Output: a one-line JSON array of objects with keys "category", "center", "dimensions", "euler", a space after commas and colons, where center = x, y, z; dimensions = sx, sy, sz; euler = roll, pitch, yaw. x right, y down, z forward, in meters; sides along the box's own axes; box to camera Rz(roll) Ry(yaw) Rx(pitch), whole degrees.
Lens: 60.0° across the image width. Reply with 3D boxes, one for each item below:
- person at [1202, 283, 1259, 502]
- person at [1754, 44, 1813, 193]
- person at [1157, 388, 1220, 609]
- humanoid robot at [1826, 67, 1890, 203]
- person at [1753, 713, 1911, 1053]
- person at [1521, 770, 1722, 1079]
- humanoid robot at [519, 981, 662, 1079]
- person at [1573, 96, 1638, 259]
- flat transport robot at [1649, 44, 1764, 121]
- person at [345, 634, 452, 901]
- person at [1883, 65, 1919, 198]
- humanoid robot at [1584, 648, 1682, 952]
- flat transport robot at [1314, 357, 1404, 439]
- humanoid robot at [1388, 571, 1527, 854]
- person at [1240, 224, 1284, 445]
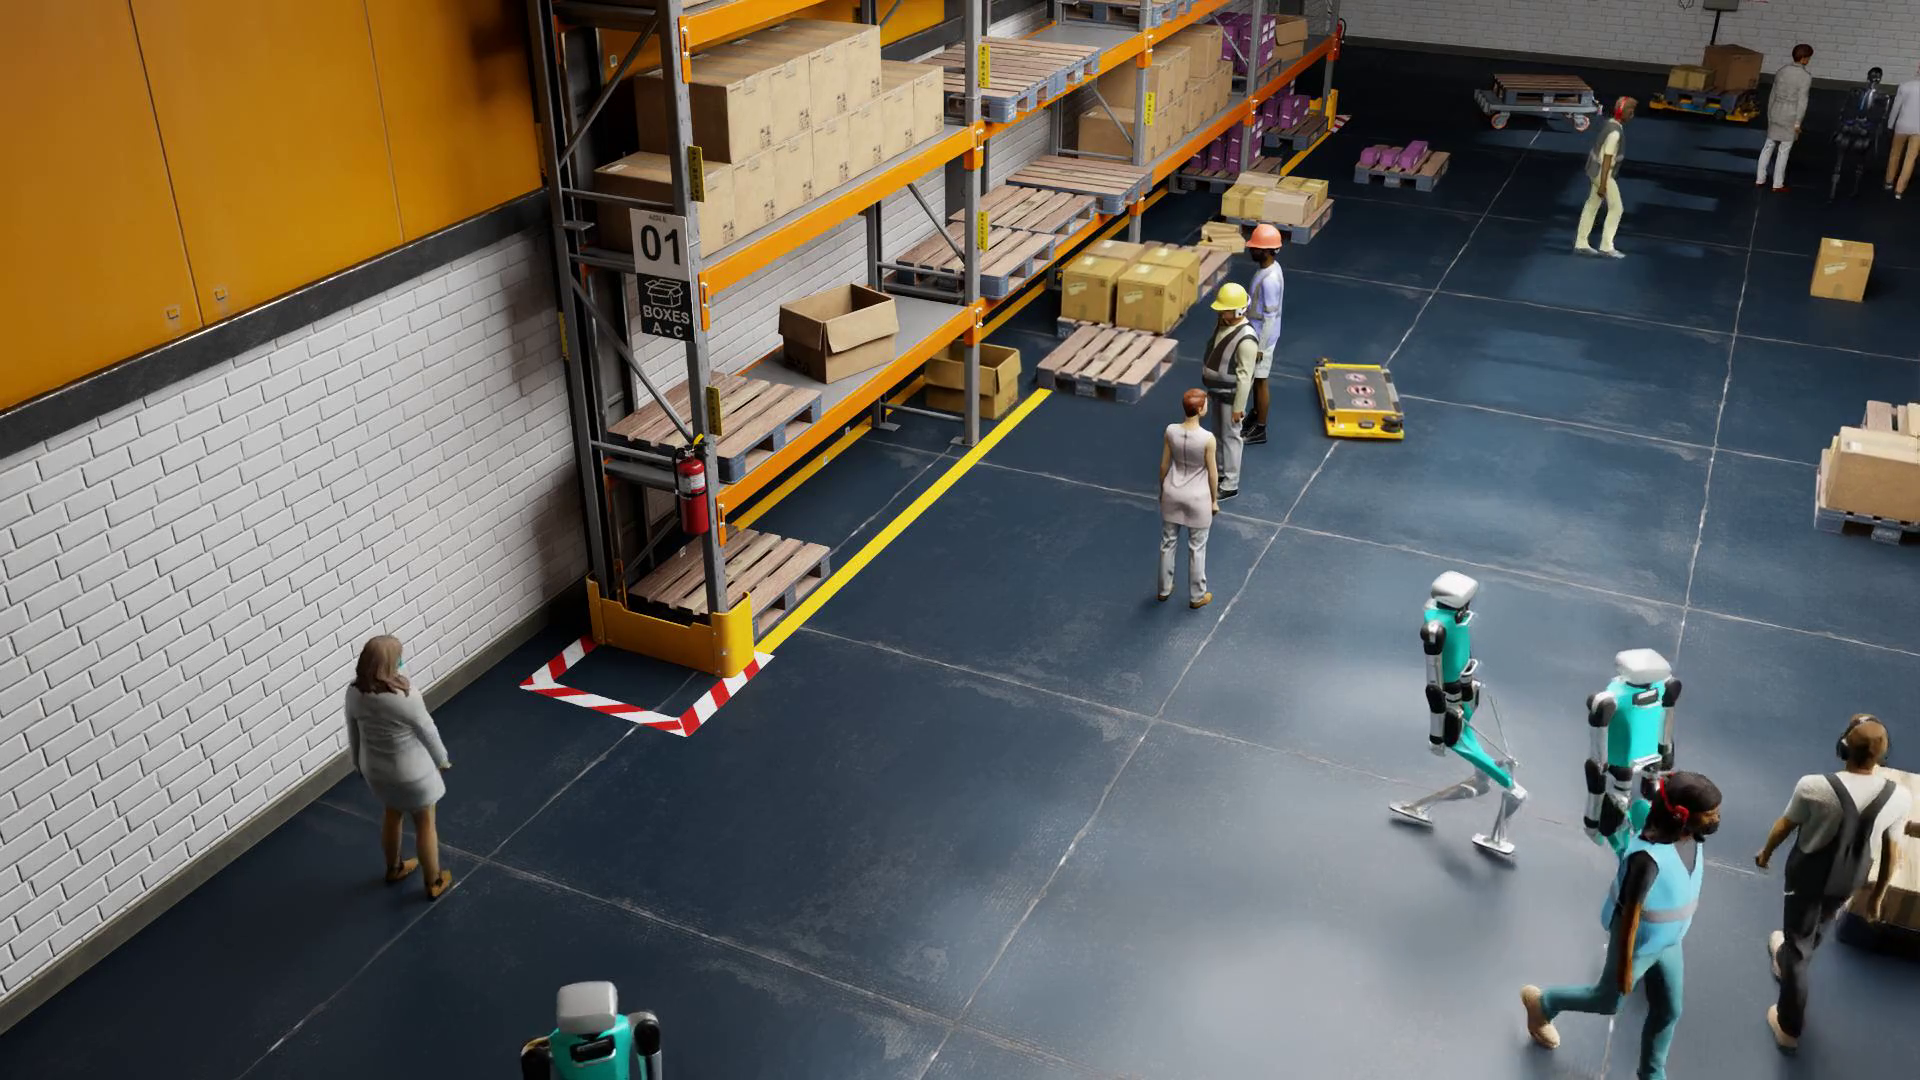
[{"category": "person", "center": [2.136, -1.189, 13.299], "dimensions": [0.403, 1.824, 0.590], "euler": [-6, 29, -11]}, {"category": "person", "center": [10.385, -5.300, 20.917], "dimensions": [0.369, 1.828, 0.504], "euler": [-14, 31, -23]}, {"category": "person", "center": [1.617, -0.295, 11.806], "dimensions": [0.450, 1.651, 0.286], "euler": [16, 32, 27]}, {"category": "humanoid robot", "center": [11.092, -5.023, 20.573], "dimensions": [0.589, 1.639, 0.632], "euler": [23, 36, 36]}, {"category": "person", "center": [4.198, 1.582, 8.160], "dimensions": [0.512, 1.815, 0.819], "euler": [3, 29, 6]}, {"category": "person", "center": [3.126, 1.818, 7.709], "dimensions": [0.530, 1.839, 0.858], "euler": [-17, 32, -28]}, {"category": "humanoid robot", "center": [-1.307, 2.588, 6.400], "dimensions": [0.530, 1.798, 0.737], "euler": [-10, 30, -18]}, {"category": "person", "center": [7.325, -4.046, 18.588], "dimensions": [0.673, 1.820, 0.580], "euler": [5, 29, 8]}, {"category": "flat transport robot", "center": [11.086, -6.467, 24.719], "dimensions": [1.431, 0.231, 0.659], "euler": [22, 35, 35]}, {"category": "person", "center": [-3.016, 1.223, 8.997], "dimensions": [0.489, 1.653, 0.390], "euler": [7, 29, 13]}, {"category": "person", "center": [11.945, -5.218, 20.865], "dimensions": [0.567, 1.719, 0.790], "euler": [14, 31, 24]}, {"category": "humanoid robot", "center": [3.510, 1.481, 8.469], "dimensions": [0.556, 1.794, 0.801], "euler": [-11, 30, -20]}, {"category": "flat transport robot", "center": [3.617, -1.296, 15.131], "dimensions": [0.659, 0.231, 1.431], "euler": [3, 28, 5]}, {"category": "humanoid robot", "center": [2.942, 1.044, 9.281], "dimensions": [0.972, 1.740, 0.559], "euler": [17, 32, 28]}, {"category": "person", "center": [2.548, -1.755, 14.228], "dimensions": [0.357, 1.937, 0.545], "euler": [2, 28, 3]}]
